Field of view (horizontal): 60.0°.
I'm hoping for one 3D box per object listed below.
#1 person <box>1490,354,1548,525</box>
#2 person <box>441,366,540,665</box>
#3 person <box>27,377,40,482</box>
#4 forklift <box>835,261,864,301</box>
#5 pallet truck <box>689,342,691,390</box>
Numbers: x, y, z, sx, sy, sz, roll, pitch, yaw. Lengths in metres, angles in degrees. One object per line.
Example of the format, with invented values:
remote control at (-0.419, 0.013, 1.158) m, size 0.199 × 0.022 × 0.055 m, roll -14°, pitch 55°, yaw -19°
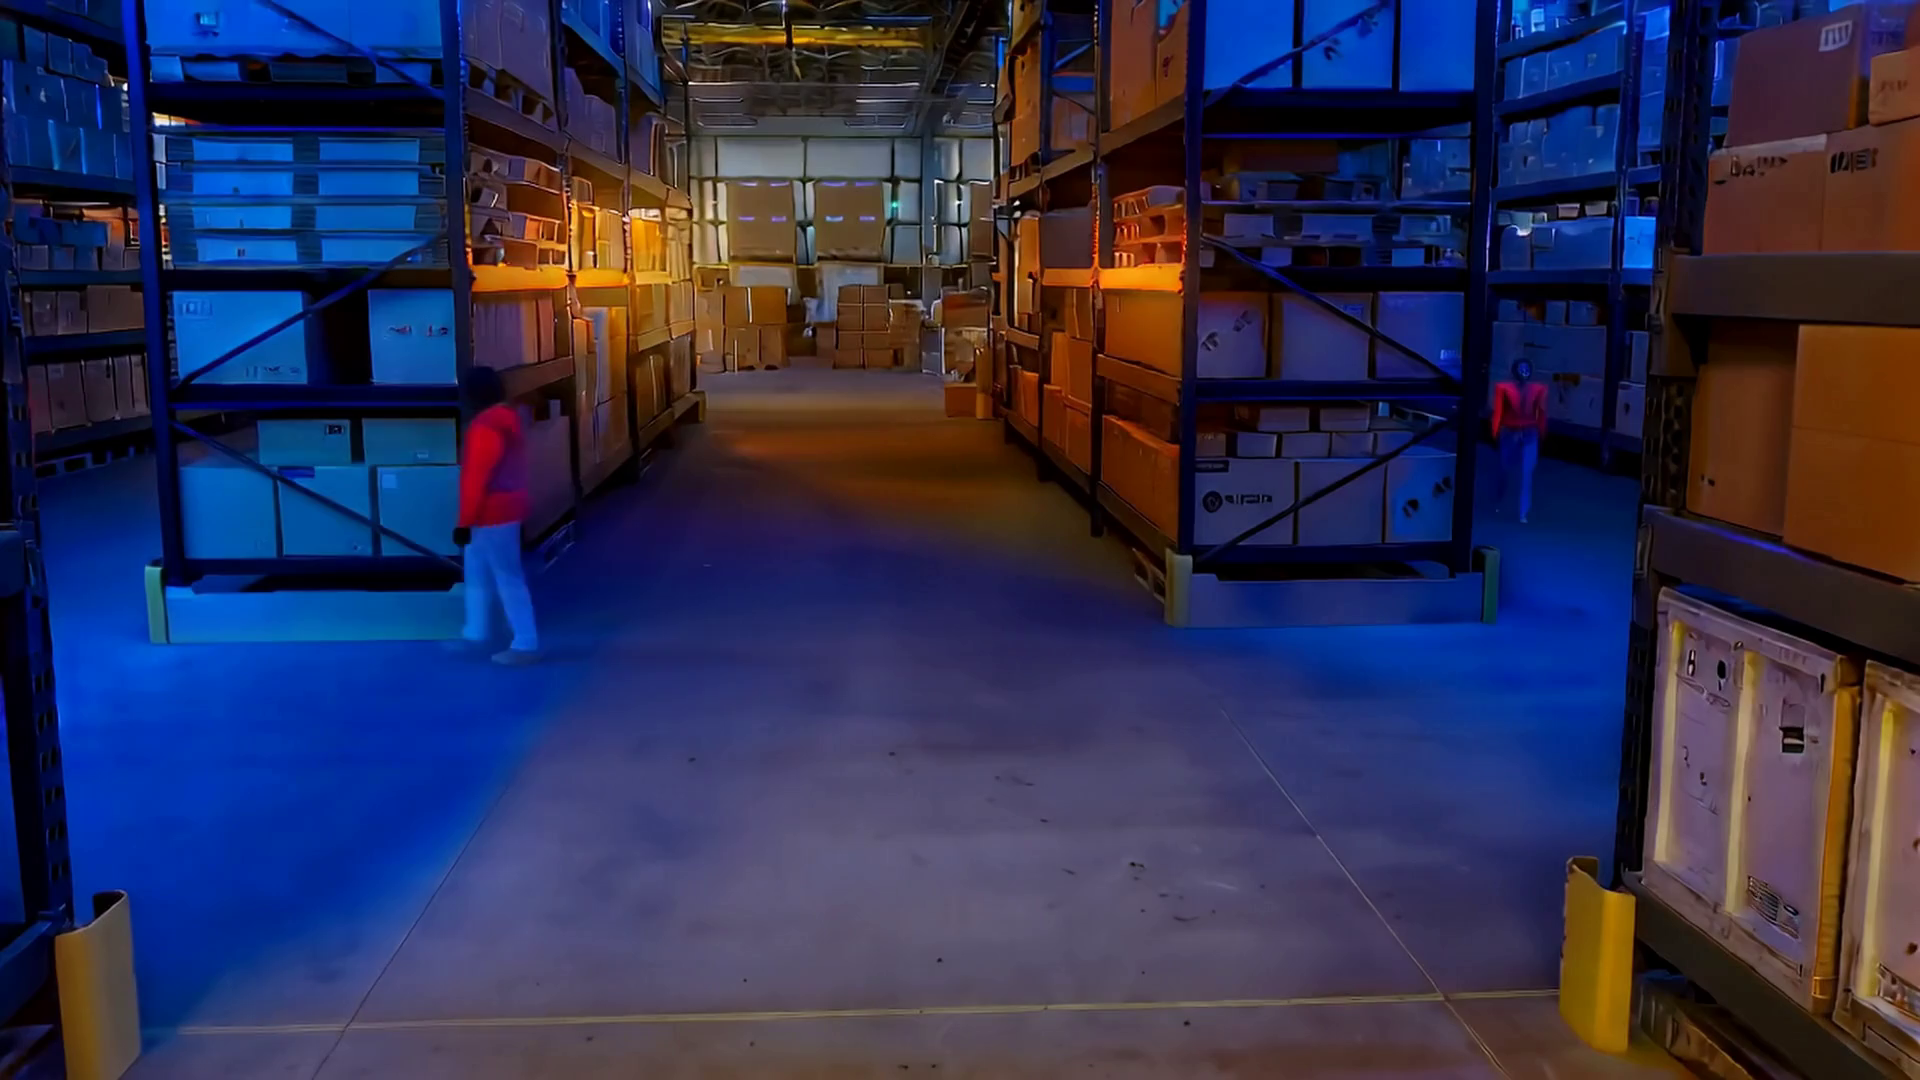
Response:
person at (5.344, -0.985, 15.973) m, size 0.524 × 1.614 × 0.702 m, roll 2°, pitch 9°, yaw 10°
person at (-2.913, -0.133, 10.025) m, size 0.778 × 1.813 × 0.637 m, roll -1°, pitch 9°, yaw -4°
person at (-7.060, -0.572, 12.130) m, size 0.620 × 2.020 × 0.721 m, roll -6°, pitch 11°, yaw -34°
forklift at (-3.567, -7.643, 53.820) m, size 1.129 × 2.768 × 1.873 m, roll -1°, pitch 9°, yaw -4°
pallet truck at (-5.225, -3.008, 27.480) m, size 1.885 × 1.965 × 0.823 m, roll 2°, pitch 9°, yaw 14°
